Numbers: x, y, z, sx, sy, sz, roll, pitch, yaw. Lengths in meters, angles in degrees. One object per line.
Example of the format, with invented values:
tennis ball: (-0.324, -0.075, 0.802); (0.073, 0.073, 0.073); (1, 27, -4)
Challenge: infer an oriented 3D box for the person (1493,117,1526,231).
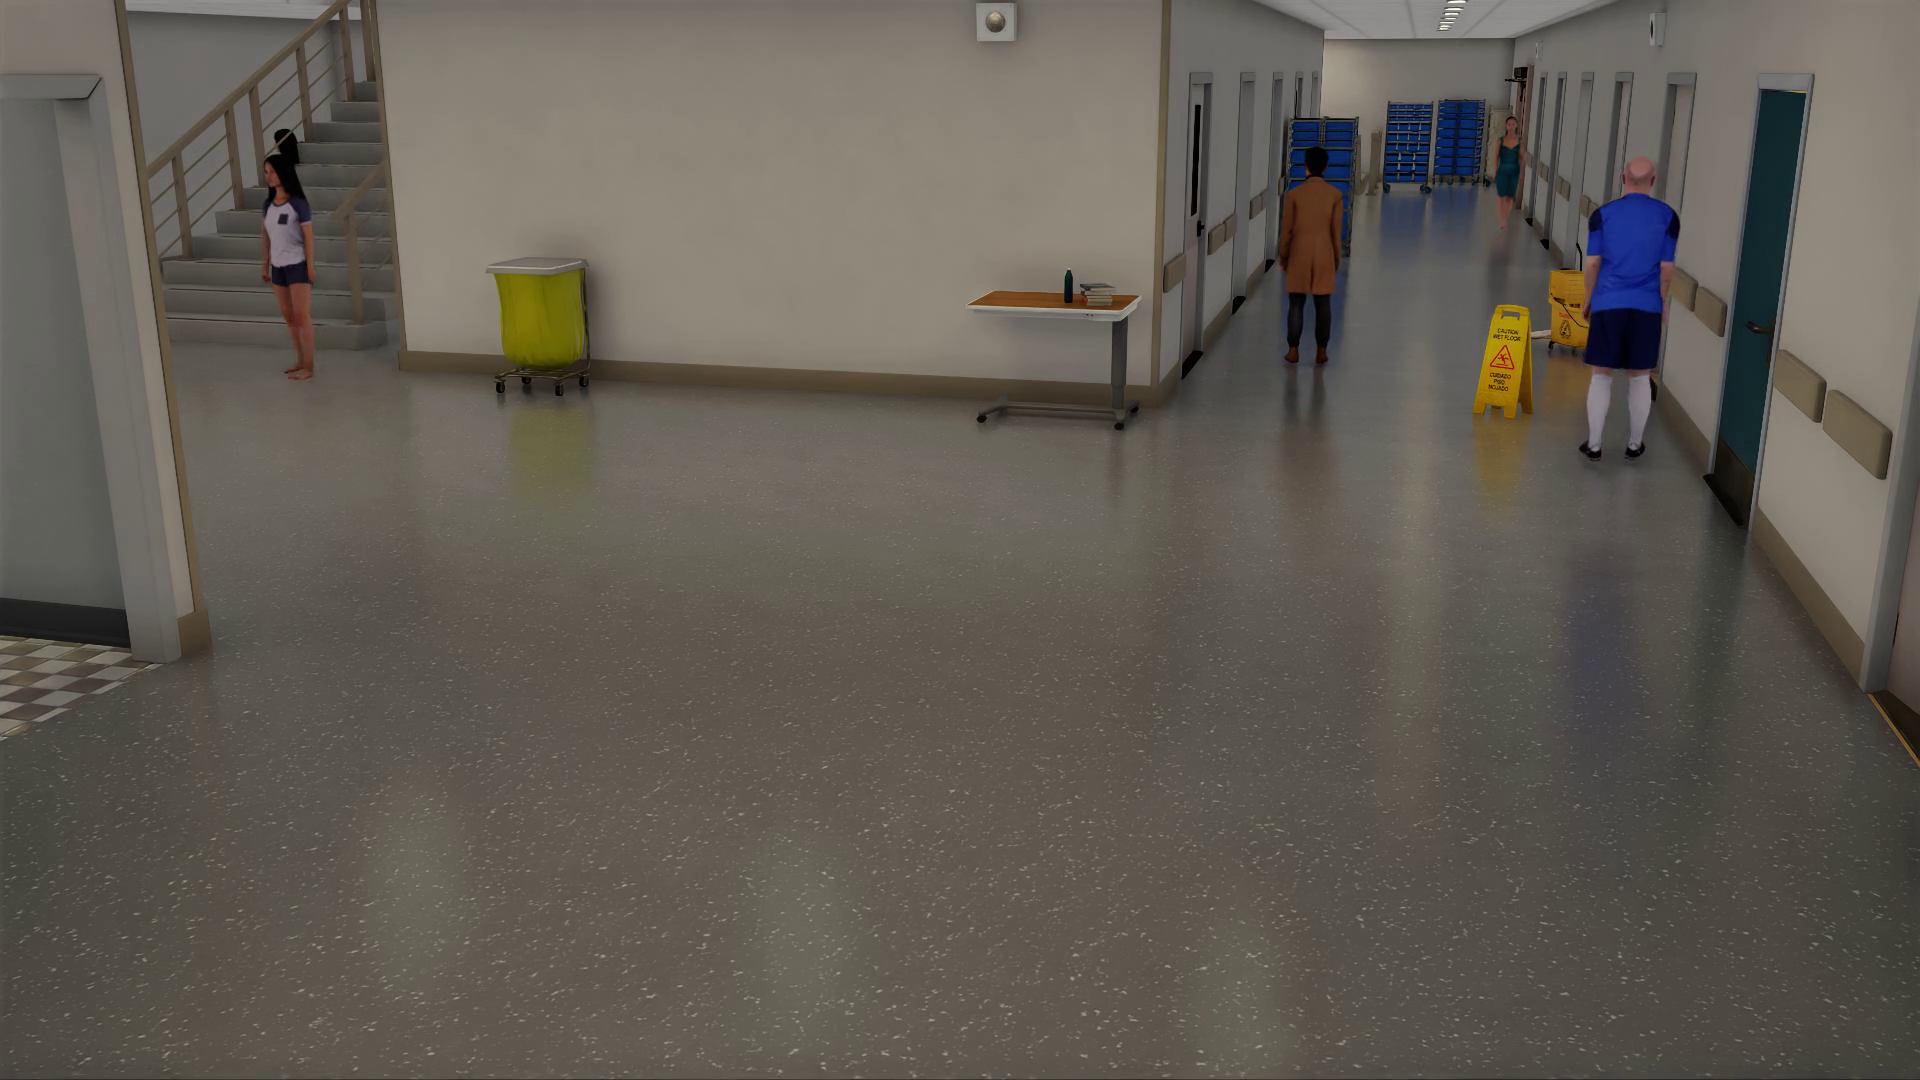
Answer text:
person: (8.078, -5.355, 24.503); (0.609, 1.641, 1.034); (3, 16, 9)

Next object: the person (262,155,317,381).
person: (-5.196, -2.141, 12.979); (0.661, 1.707, 0.700); (7, 17, 24)

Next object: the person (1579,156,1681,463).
person: (4.044, -1.401, 10.109); (0.673, 1.841, 0.629); (5, 17, 17)

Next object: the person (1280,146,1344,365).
person: (2.835, -2.293, 13.412); (0.660, 1.723, 0.640); (2, 16, 8)
